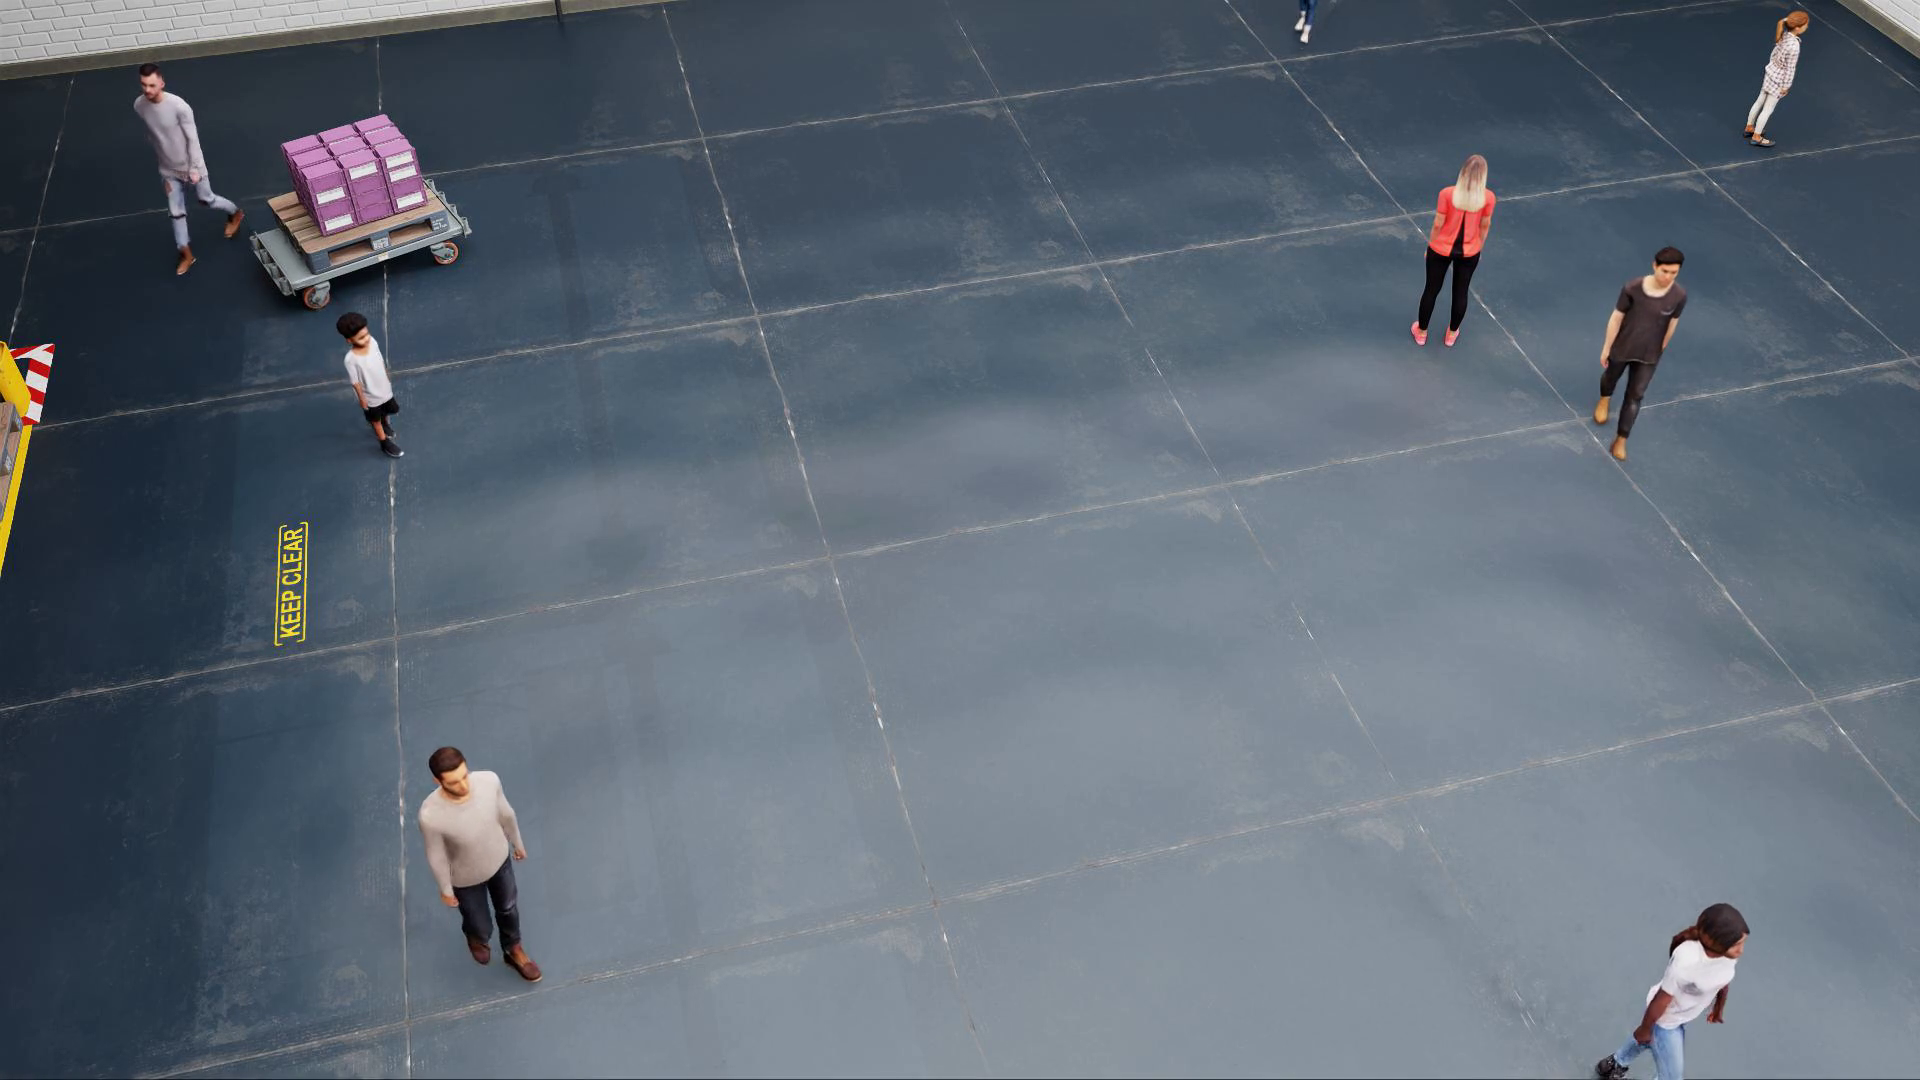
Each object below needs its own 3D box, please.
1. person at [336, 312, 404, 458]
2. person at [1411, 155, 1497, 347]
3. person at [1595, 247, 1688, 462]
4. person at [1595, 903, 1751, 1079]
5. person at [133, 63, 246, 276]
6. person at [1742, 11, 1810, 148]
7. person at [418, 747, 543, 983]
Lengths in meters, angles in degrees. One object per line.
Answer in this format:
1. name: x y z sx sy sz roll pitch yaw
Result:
1. person: -4.390 -1.169 12.275 0.698 1.252 0.634 25 49 24
2. person: 3.901 -2.278 13.119 0.666 1.694 0.653 6 44 6
3. person: 4.984 -1.482 12.299 1.000 1.672 1.147 14 45 14
4. person: 3.502 2.301 8.302 0.749 1.709 0.894 -24 49 -23
5. person: -6.500 -3.202 14.008 0.965 1.805 1.211 8 44 8
6. person: 7.635 -4.329 15.549 0.639 1.312 0.514 -1 44 -1
7. person: -2.607 1.684 8.838 0.923 1.863 0.856 33 53 30
